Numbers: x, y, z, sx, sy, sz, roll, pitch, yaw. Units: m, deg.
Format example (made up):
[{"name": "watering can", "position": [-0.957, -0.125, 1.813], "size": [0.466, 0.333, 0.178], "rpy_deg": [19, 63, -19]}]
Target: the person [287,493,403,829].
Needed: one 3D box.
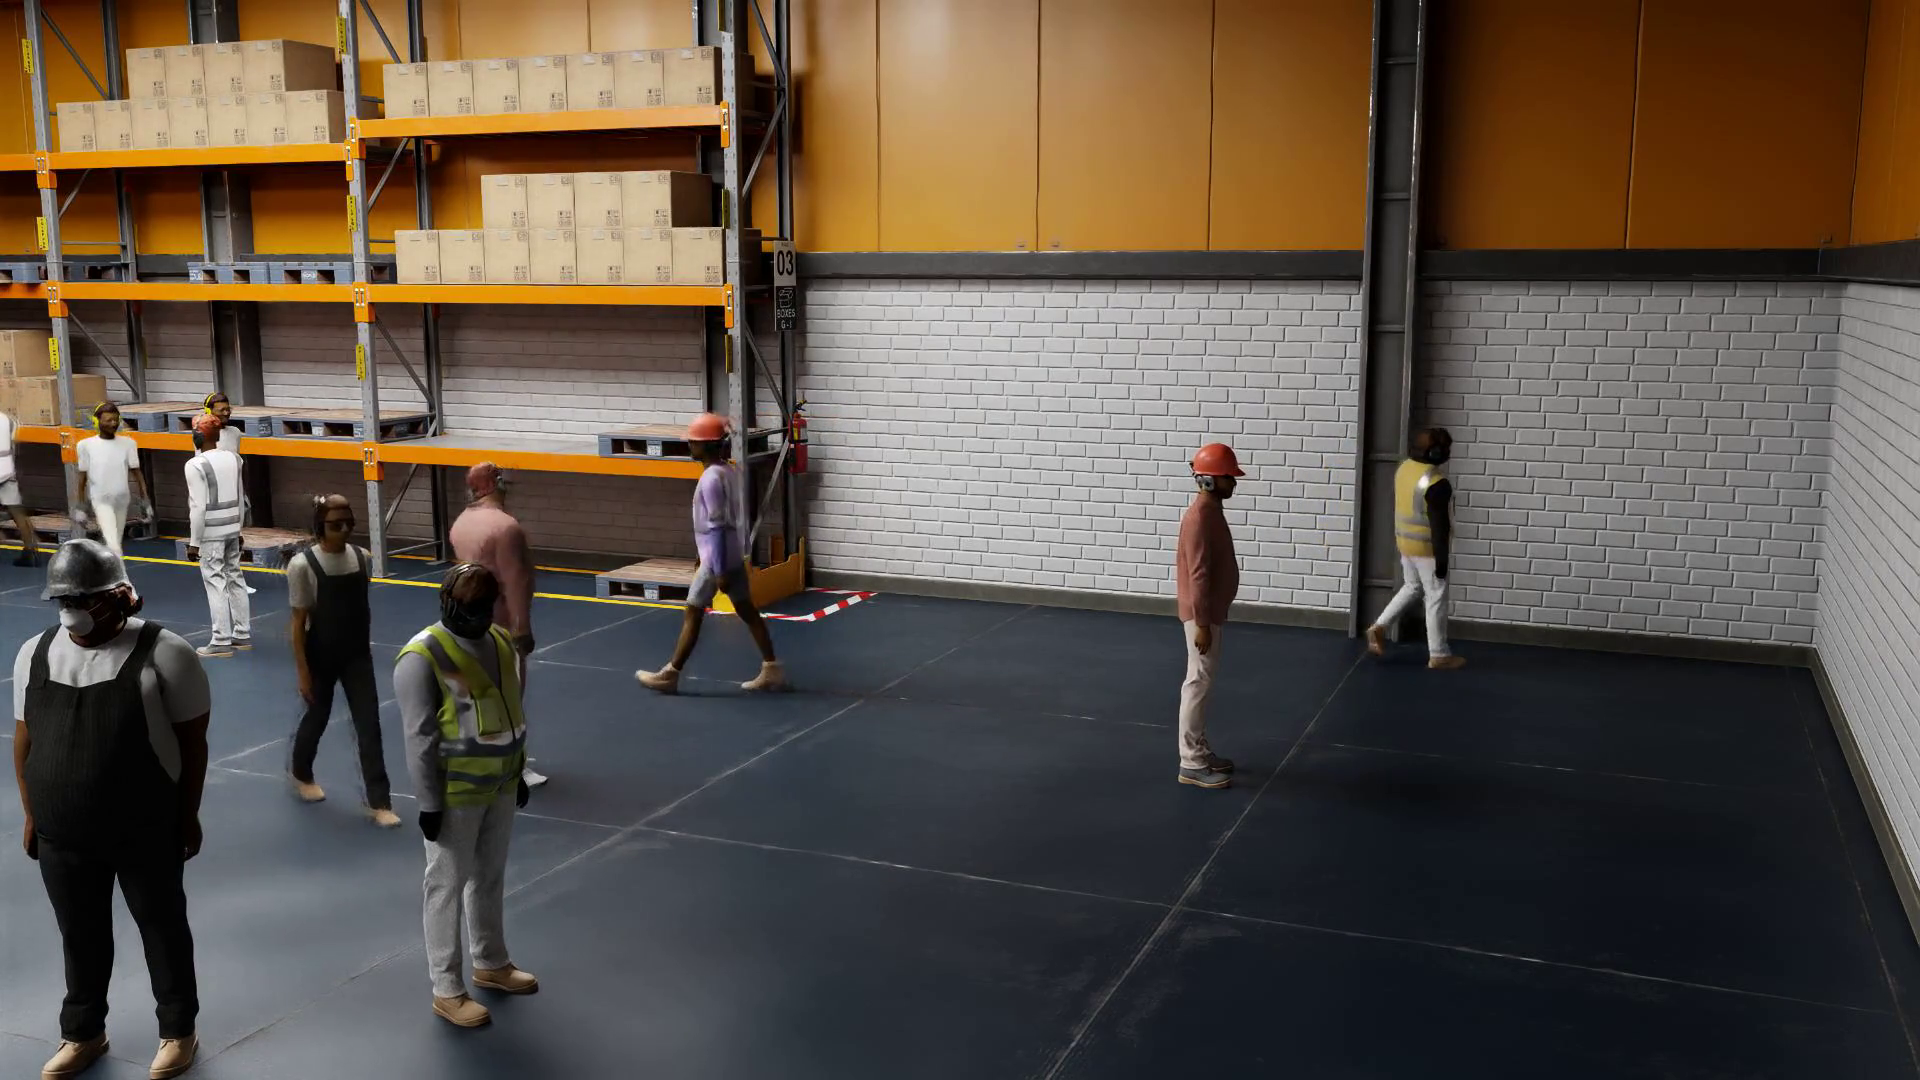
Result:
[{"name": "person", "position": [-3.434, 0.631, 9.077], "size": [0.964, 1.812, 0.526], "rpy_deg": [8, 12, 40]}]

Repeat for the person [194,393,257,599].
[{"name": "person", "position": [-6.683, -0.404, 15.109], "size": [0.323, 1.871, 0.528], "rpy_deg": [4, 10, 24]}]

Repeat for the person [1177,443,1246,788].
[{"name": "person", "position": [1.452, 0.427, 9.690], "size": [0.387, 1.992, 0.626], "rpy_deg": [2, 10, 14]}]

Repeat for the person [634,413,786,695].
[{"name": "person", "position": [-1.726, 0.113, 11.622], "size": [1.068, 1.995, 0.607], "rpy_deg": [1, 9, 7]}]

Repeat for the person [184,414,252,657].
[{"name": "person", "position": [-5.733, -0.035, 12.827], "size": [0.337, 1.882, 0.584], "rpy_deg": [2, 10, 14]}]

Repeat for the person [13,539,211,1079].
[{"name": "person", "position": [-3.138, 0.996, 6.106], "size": [0.688, 2.000, 0.536], "rpy_deg": [0, 9, -2]}]

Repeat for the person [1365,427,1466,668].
[{"name": "person", "position": [3.445, 0.062, 12.411], "size": [0.669, 1.827, 0.665], "rpy_deg": [-2, 10, -14]}]

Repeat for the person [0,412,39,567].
[{"name": "person", "position": [-9.681, -0.659, 16.622], "size": [1.003, 1.880, 0.572], "rpy_deg": [3, 10, 20]}]

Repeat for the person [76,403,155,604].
[{"name": "person", "position": [-7.435, -0.302, 14.668], "size": [0.994, 1.810, 0.553], "rpy_deg": [8, 12, 40]}]

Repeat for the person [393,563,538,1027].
[{"name": "person", "position": [-1.959, 1.000, 6.706], "size": [0.430, 1.838, 0.619], "rpy_deg": [4, 10, 22]}]

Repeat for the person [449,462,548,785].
[{"name": "person", "position": [-2.693, 0.493, 9.658], "size": [0.437, 1.883, 0.712], "rpy_deg": [-7, 12, -37]}]
